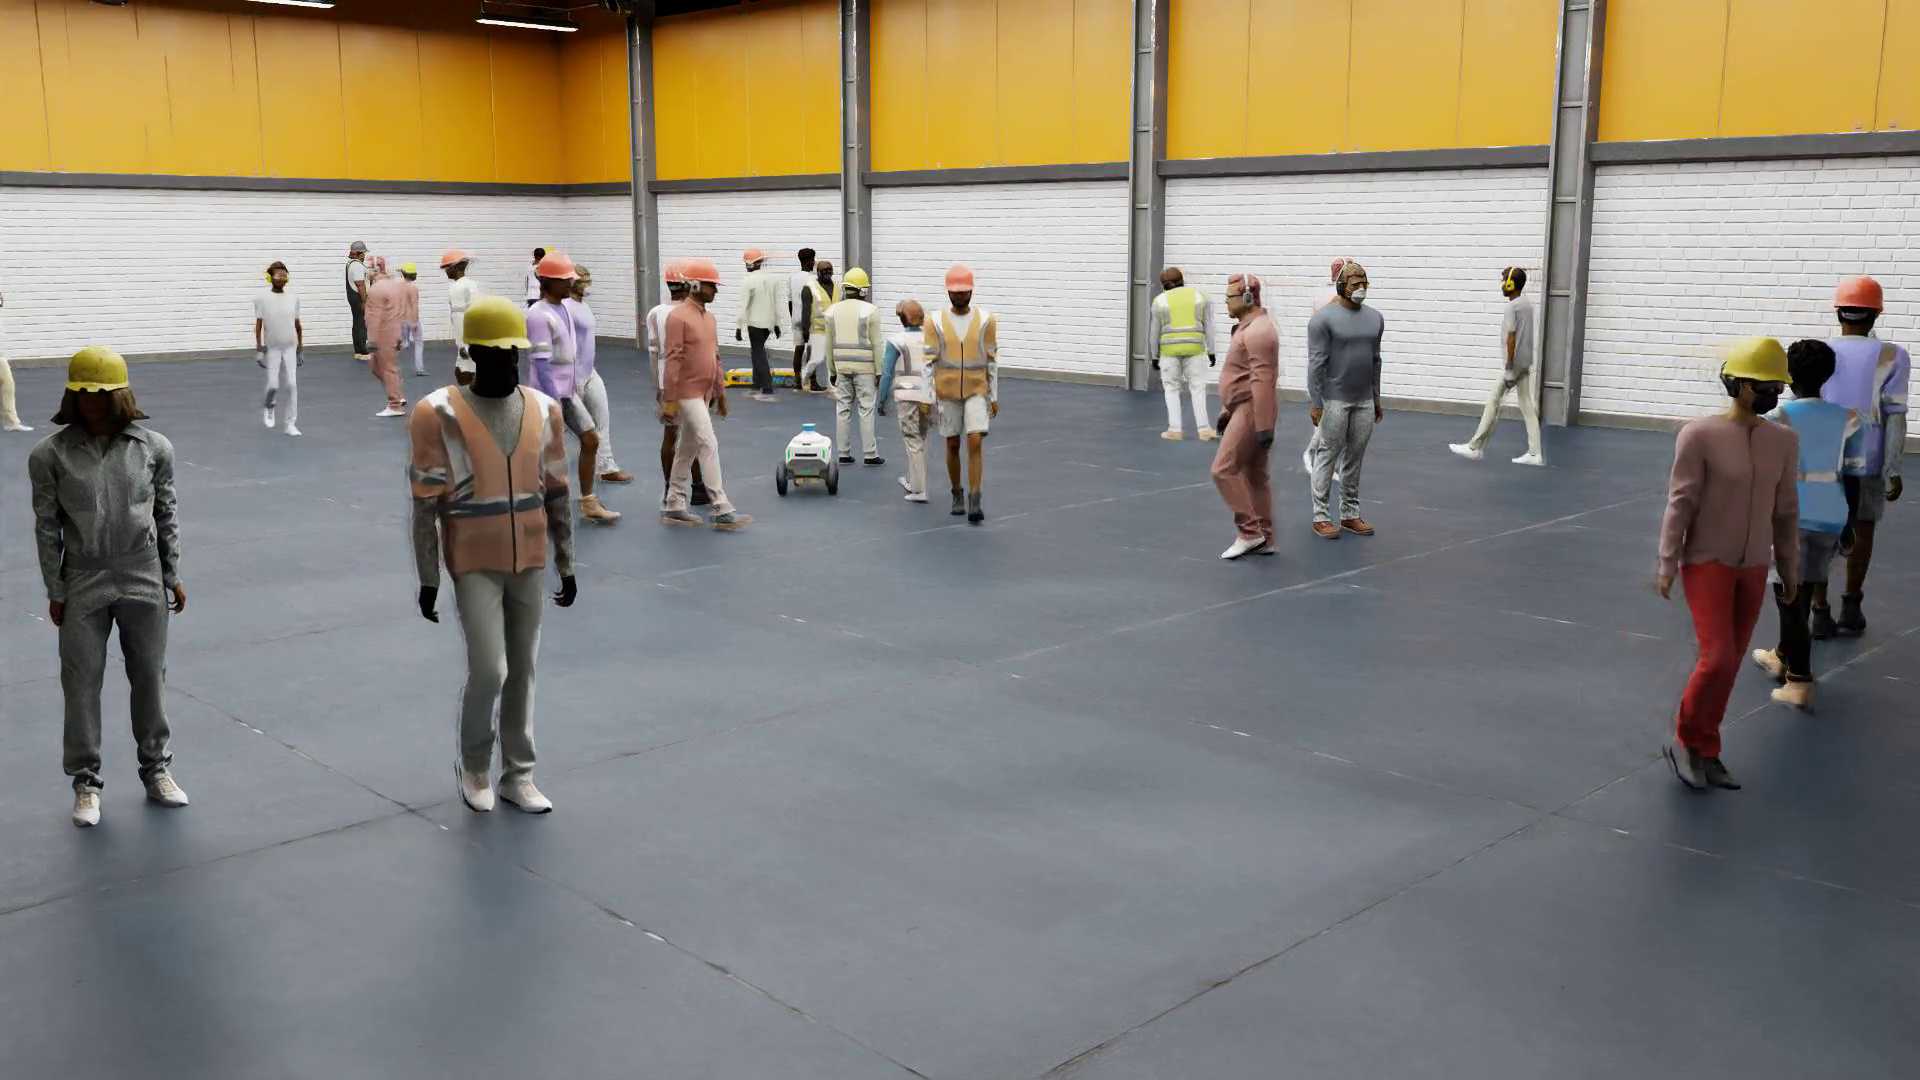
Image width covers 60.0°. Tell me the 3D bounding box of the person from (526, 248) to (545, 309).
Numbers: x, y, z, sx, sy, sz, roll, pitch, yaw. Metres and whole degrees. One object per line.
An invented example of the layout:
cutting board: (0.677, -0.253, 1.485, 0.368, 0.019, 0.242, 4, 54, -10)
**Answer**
person: (-7.630, -4.409, 30.573, 0.614, 1.901, 0.601, -10, 14, -43)

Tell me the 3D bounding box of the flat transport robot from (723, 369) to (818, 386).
flat transport robot: (-2.740, -2.314, 23.591, 1.431, 0.197, 0.652, -1, 10, -4)

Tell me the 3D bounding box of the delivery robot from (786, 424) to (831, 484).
delivery robot: (-1.262, -0.727, 13.904, 0.477, 0.478, 0.707, 0, 10, -1)

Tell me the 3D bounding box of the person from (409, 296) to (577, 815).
person: (-1.671, 0.075, 6.069, 0.613, 1.914, 0.417, -10, 14, -43)

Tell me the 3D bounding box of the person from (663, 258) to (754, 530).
person: (-1.813, -1.047, 12.080, 0.919, 1.953, 0.630, 3, 11, 17)

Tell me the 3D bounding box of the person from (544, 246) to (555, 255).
person: (-7.985, -4.747, 32.380, 0.582, 1.919, 0.391, 7, 12, 32)

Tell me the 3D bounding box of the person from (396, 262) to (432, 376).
person: (-8.358, -3.320, 25.061, 0.522, 1.738, 0.676, 7, 13, 34)

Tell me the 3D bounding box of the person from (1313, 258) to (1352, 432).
person: (3.767, -1.834, 16.512, 0.403, 1.910, 0.637, -4, 11, -19)

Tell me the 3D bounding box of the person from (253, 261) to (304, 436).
person: (-7.291, -2.048, 17.799, 0.526, 1.862, 0.538, -7, 13, -35)

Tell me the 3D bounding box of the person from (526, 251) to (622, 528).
person: (-2.805, -1.068, 12.041, 0.813, 2.009, 0.635, 2, 11, 9)

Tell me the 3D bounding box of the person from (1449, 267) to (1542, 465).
person: (5.099, -1.630, 15.613, 0.938, 1.824, 0.572, 10, 14, 43)

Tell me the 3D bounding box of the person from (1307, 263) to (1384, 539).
person: (2.735, -0.982, 11.777, 0.636, 1.939, 0.363, -5, 12, -26)

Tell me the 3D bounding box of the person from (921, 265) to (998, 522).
person: (-0.001, -1.079, 12.398, 0.576, 1.896, 0.915, 0, 10, -1)

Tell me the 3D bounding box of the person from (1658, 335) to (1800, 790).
person: (2.947, 0.102, 6.334, 0.537, 1.752, 0.427, -3, 11, -15)

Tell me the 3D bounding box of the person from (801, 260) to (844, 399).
person: (-1.805, -2.755, 21.785, 0.628, 1.821, 0.678, -7, 13, -35)

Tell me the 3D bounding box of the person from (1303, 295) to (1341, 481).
person: (3.244, -1.313, 14.439, 0.524, 1.618, 0.374, -6, 12, -30)

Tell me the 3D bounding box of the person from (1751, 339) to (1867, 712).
person: (3.823, -0.089, 7.688, 0.539, 1.655, 0.813, -1, 10, -5)

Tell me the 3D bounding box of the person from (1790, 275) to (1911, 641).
person: (4.723, -0.437, 8.859, 0.580, 1.915, 0.678, 7, 13, 35)

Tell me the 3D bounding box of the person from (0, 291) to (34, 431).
person: (-10.535, -1.957, 18.000, 0.698, 1.613, 0.507, -1, 10, -8)

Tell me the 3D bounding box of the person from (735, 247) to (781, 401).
person: (-2.682, -2.776, 21.470, 0.785, 1.964, 0.654, 7, 13, 34)

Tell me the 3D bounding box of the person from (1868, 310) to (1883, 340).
person: (8.055, -1.393, 14.867, 0.376, 1.624, 0.536, 3, 11, 16)

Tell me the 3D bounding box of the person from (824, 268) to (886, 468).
person: (-0.950, -1.581, 15.330, 0.587, 1.835, 0.404, 5, 12, 26)

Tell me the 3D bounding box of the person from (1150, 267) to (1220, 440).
person: (2.361, -1.941, 17.390, 0.764, 1.803, 0.459, -1, 10, -3)

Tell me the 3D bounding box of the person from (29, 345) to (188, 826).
person: (-3.092, 0.160, 6.093, 0.487, 1.741, 0.313, -8, 13, -38)

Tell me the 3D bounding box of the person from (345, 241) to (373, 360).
person: (-10.282, -4.131, 28.673, 0.536, 2.000, 0.675, -7, 12, -32)

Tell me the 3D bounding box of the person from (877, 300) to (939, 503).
person: (-0.443, -1.127, 13.441, 0.534, 1.608, 0.736, -7, 12, -32)

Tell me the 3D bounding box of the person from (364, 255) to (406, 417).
person: (-6.800, -2.389, 19.575, 0.448, 1.892, 0.644, -1, 10, -7)

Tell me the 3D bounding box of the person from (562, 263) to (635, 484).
person: (-3.337, -1.409, 14.227, 0.968, 1.905, 0.644, 1, 10, 7)

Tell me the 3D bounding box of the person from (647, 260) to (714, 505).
person: (-2.193, -1.238, 13.176, 0.544, 1.939, 0.354, 4, 11, 20)

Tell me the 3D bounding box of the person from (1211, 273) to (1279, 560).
person: (1.881, -0.805, 10.963, 0.505, 1.887, 0.663, 2, 11, 11)

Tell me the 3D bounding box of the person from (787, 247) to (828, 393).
person: (-2.084, -2.978, 22.586, 0.601, 1.967, 0.369, 10, 14, 43)

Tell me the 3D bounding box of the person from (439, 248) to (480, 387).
person: (-5.342, -2.227, 18.417, 0.869, 2.007, 0.640, 0, 10, 2)
